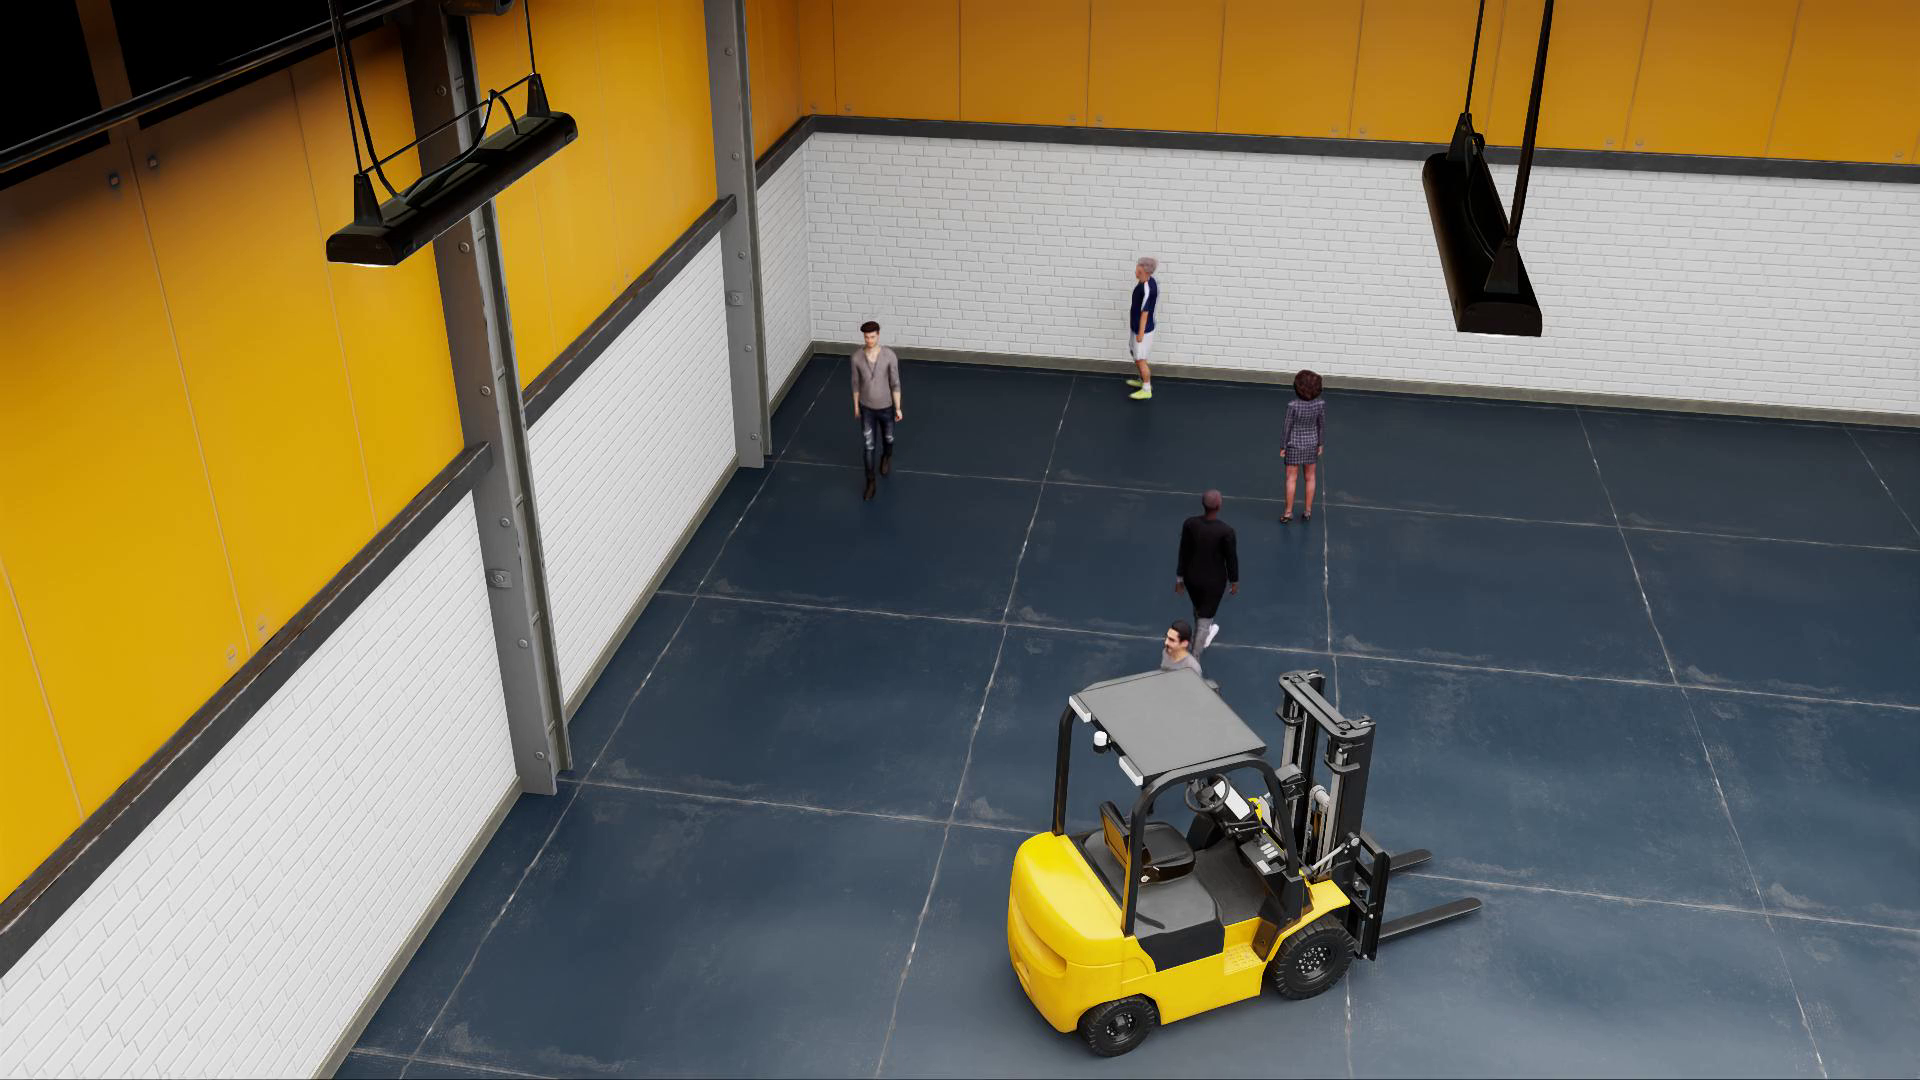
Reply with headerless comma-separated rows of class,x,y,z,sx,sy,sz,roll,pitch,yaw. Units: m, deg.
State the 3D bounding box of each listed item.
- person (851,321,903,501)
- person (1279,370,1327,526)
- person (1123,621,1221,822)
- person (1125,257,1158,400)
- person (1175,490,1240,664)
person,-0.860,-1.448,17.651,0.827,1.878,1.231,0,29,0
person,3.475,-0.932,16.888,0.678,1.701,0.650,-4,29,-7
person,1.721,1.368,12.637,1.136,1.736,1.094,-18,33,-29
person,2.172,-2.516,19.681,0.848,1.807,0.538,6,29,11
person,2.082,0.427,14.386,0.945,1.712,1.251,16,32,27
